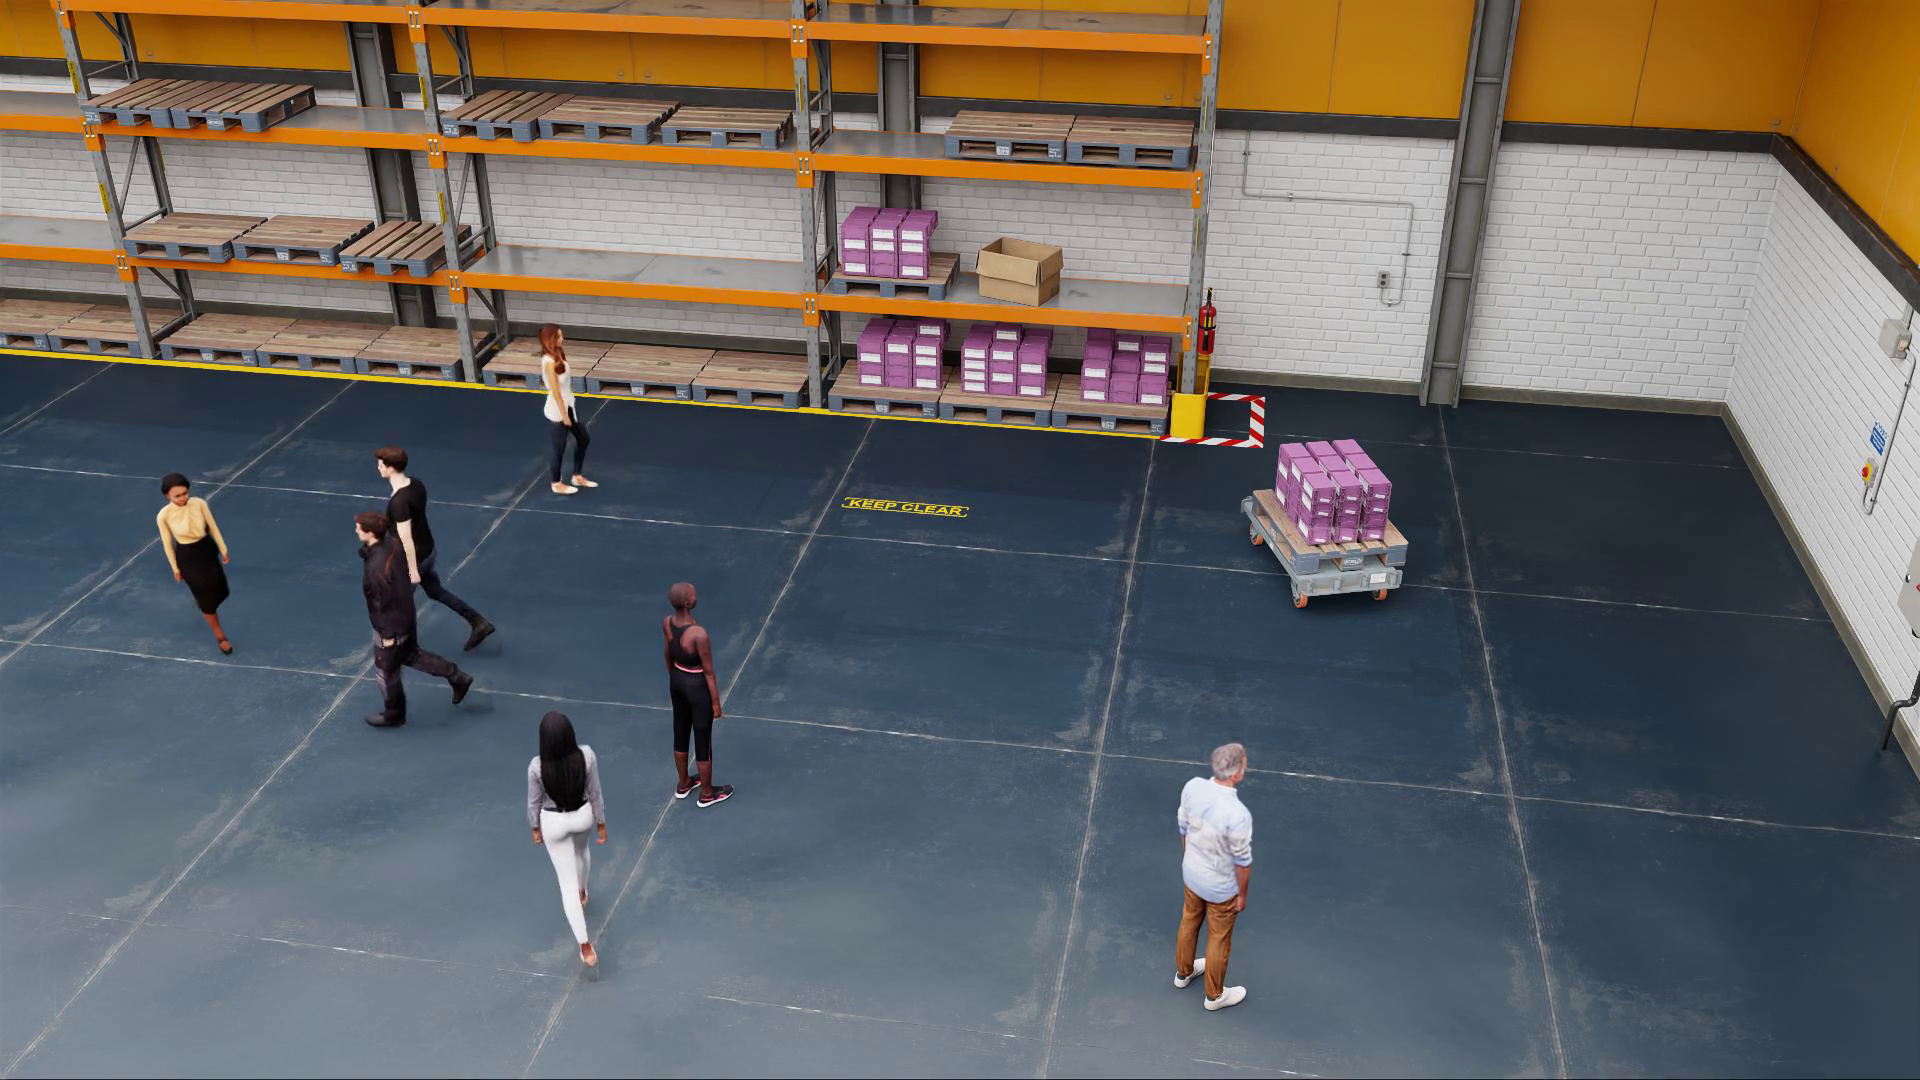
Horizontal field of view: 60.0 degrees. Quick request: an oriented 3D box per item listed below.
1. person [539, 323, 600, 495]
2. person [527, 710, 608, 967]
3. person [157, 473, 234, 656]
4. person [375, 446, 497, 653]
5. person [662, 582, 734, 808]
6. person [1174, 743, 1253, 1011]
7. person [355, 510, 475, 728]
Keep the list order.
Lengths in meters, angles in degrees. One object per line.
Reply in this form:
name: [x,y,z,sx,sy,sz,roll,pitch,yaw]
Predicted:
person: [-3.911,-1.235,15.890,0.705,1.770,0.658,1,29,2]
person: [-2.416,1.850,10.326,1.174,1.684,1.099,-12,31,-20]
person: [-6.195,0.155,13.484,0.993,1.635,0.901,24,37,37]
person: [-4.251,0.131,13.288,1.237,1.864,0.865,-2,29,-4]
person: [-1.899,1.068,11.682,0.607,1.758,0.729,19,34,30]
person: [1.512,1.988,9.925,0.816,1.825,0.743,-20,34,-32]
person: [-4.160,0.593,12.488,1.138,1.819,0.910,-2,29,-5]
